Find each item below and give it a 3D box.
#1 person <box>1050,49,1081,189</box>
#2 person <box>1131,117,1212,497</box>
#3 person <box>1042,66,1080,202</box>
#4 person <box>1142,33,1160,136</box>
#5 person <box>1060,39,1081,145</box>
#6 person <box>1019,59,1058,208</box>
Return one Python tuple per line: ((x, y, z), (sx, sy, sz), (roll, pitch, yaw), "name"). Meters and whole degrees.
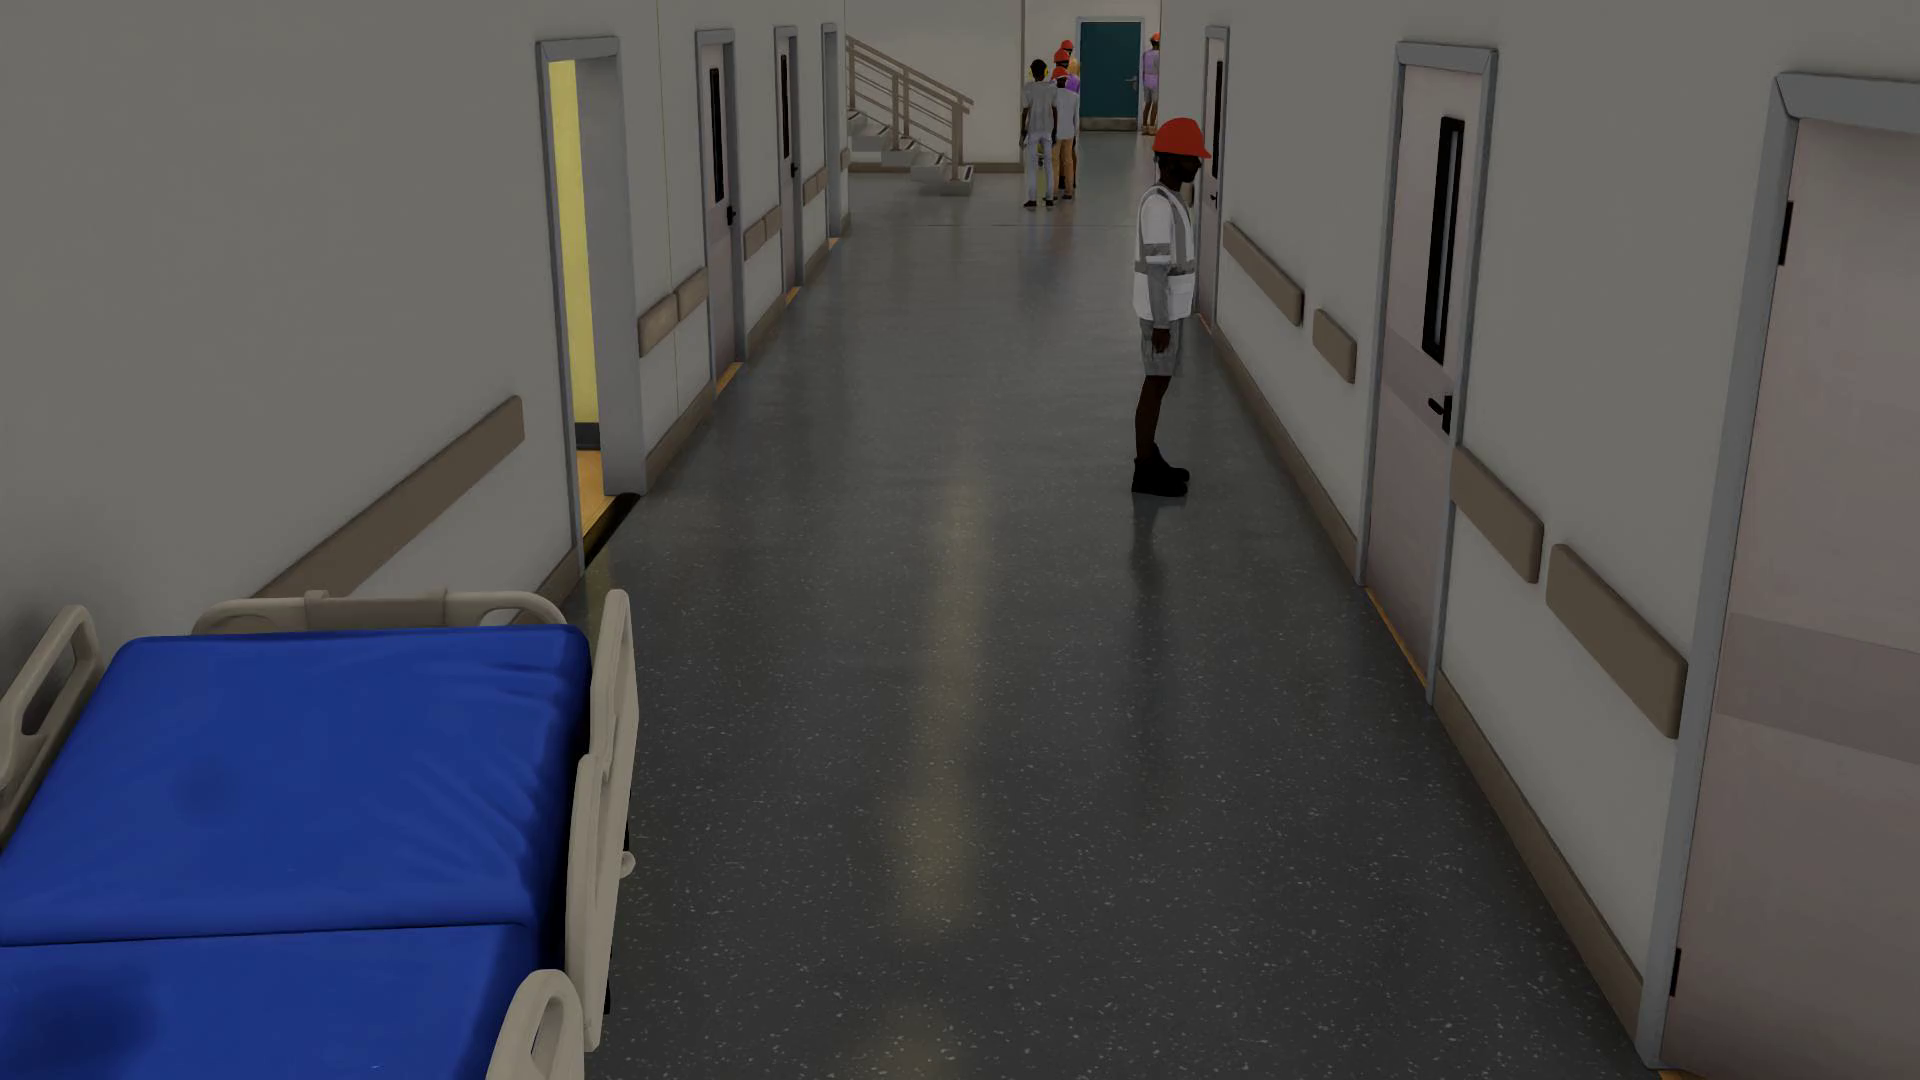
((1.454, -5.985, 23.675), (0.548, 1.934, 0.374), (-15, 23, -40), "person")
((1.089, -1.199, 8.637), (0.372, 1.933, 0.552), (4, 18, 11), "person")
((1.319, -5.388, 22.092), (0.562, 1.752, 0.324), (-10, 20, -29), "person")
((3.948, -9.237, 33.755), (0.409, 2.028, 0.615), (-12, 21, -33), "person")
((1.995, -8.376, 31.185), (0.546, 1.938, 0.360), (-14, 22, -37), "person")
((1.010, -5.210, 21.357), (0.519, 1.865, 0.331), (-4, 18, -12), "person")
